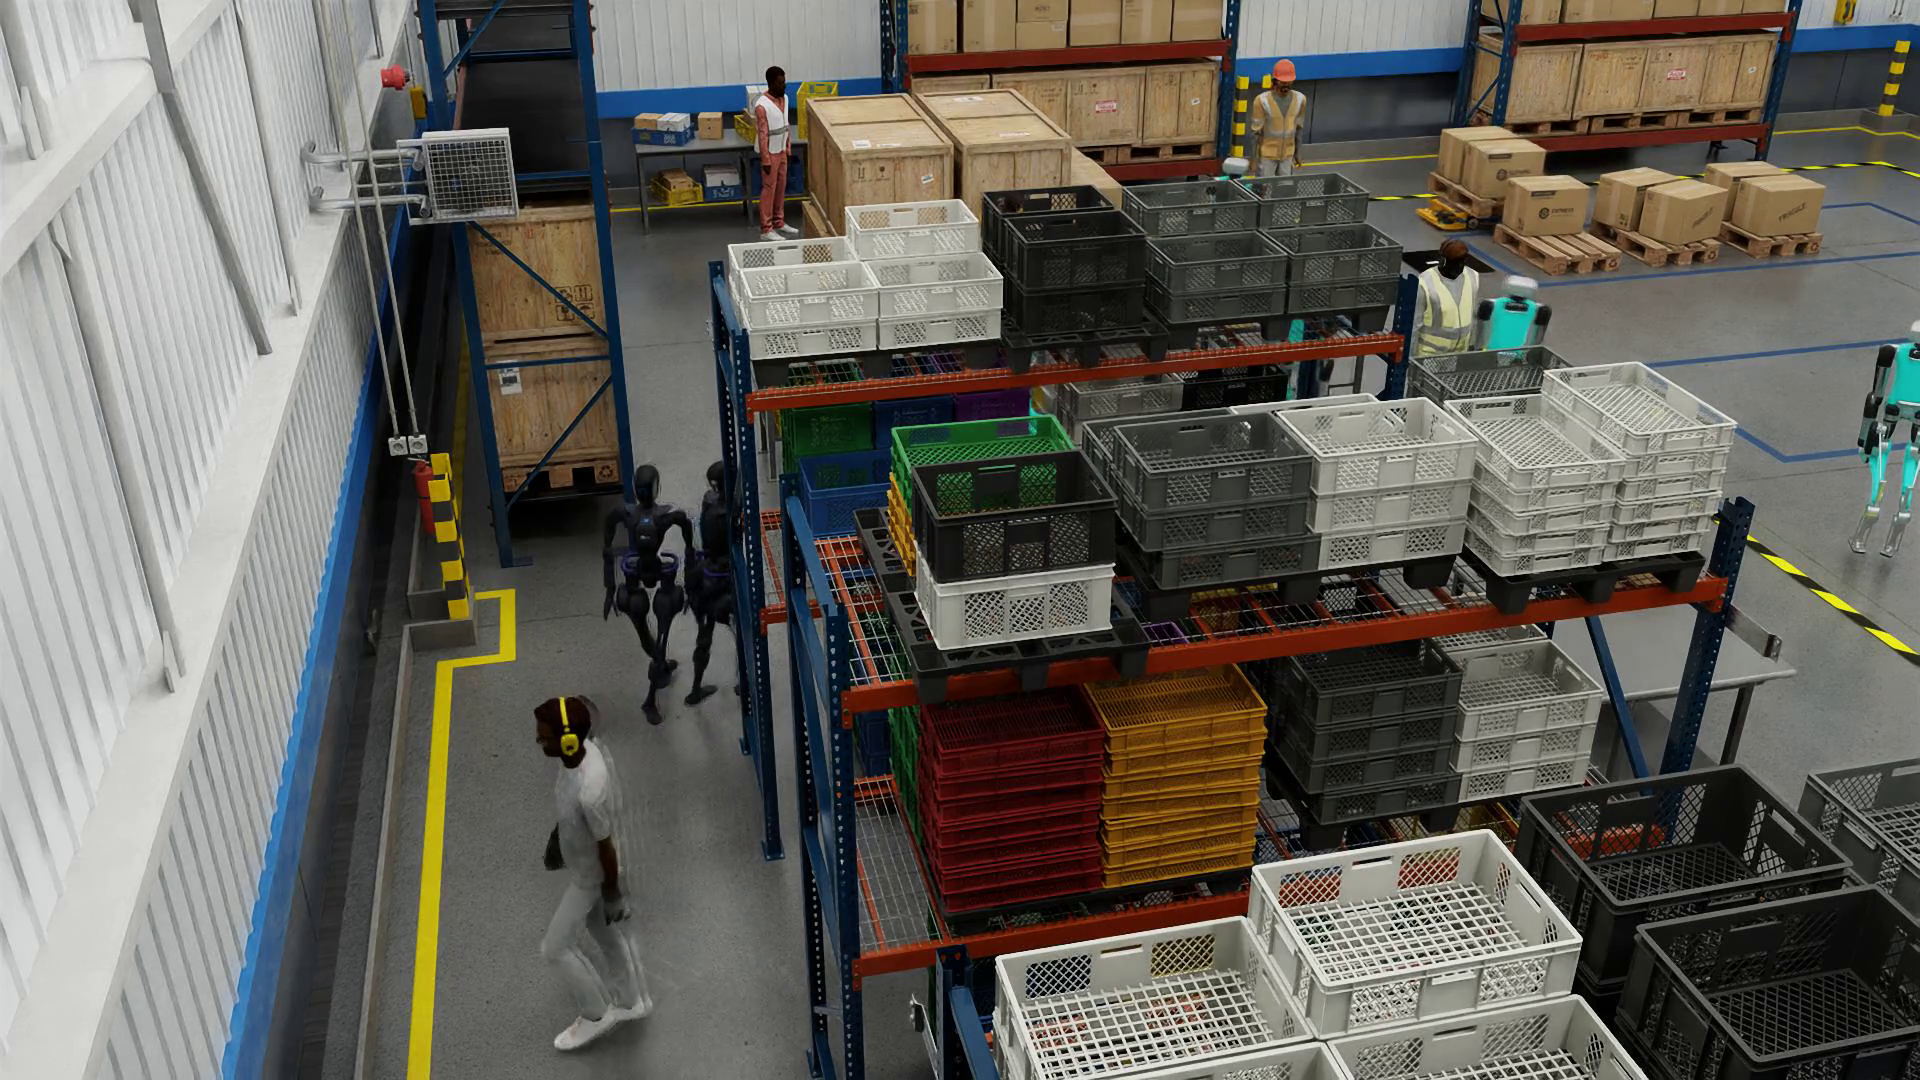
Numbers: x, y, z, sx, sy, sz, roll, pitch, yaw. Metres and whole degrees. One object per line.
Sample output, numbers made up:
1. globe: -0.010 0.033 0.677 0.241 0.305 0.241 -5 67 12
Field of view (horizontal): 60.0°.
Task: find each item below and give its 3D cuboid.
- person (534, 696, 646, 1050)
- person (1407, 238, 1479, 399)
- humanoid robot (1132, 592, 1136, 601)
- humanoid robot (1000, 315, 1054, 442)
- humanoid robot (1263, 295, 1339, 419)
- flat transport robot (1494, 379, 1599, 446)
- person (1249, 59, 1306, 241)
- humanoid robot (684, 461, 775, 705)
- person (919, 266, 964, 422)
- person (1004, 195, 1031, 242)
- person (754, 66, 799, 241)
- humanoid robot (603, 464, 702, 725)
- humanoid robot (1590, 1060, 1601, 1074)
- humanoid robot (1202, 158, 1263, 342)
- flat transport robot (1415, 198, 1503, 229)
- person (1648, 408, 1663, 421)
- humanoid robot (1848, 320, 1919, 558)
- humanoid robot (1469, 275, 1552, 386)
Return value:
1. person: -1.757 1.492 7.516 0.572 1.852 0.524 -6 28 -12
2. person: 3.818 -1.511 13.237 0.622 1.838 0.430 -10 30 -19
3. humanoid robot: 1.164 -0.089 10.718 0.620 1.632 0.585 -7 29 -12
4. humanoid robot: 0.593 -1.003 12.325 0.676 1.762 0.547 4 28 8
5. humanoid robot: 2.371 -1.028 12.461 0.530 1.778 0.999 24 36 38
6. flat transport robot: 4.780 -1.036 14.013 0.659 0.231 1.431 -6 28 -12
7. person: 3.455 -4.202 18.119 0.613 2.040 0.391 -6 28 -12
8. humanoid robot: -1.442 0.264 10.041 0.539 1.638 0.591 -16 32 -28
9. person: -0.131 -1.235 12.708 0.504 1.838 0.350 24 36 38
10. person: 0.414 -2.100 14.350 0.841 1.839 0.518 -13 30 -23
11. person: -2.062 -4.281 18.416 0.393 1.910 0.585 11 30 19
12. humanoid robot: -1.871 0.281 10.060 0.596 1.627 0.680 -3 28 -5
13. humanoid robot: 2.378 2.171 6.471 0.781 1.630 0.601 -13 30 -22
14. humanoid robot: 2.480 -2.577 15.385 0.530 1.769 0.944 4 28 8
15. flat transport robot: 6.090 -3.829 19.281 1.431 0.197 0.652 -6 28 -12
16. person: 4.216 -0.033 10.517 0.522 1.757 0.345 23 35 36
17. humanoid robot: 6.519 -0.636 11.535 0.533 1.677 0.735 13 30 23
18. humanoid robot: 4.065 -1.016 12.419 0.568 1.775 0.853 4 28 8
